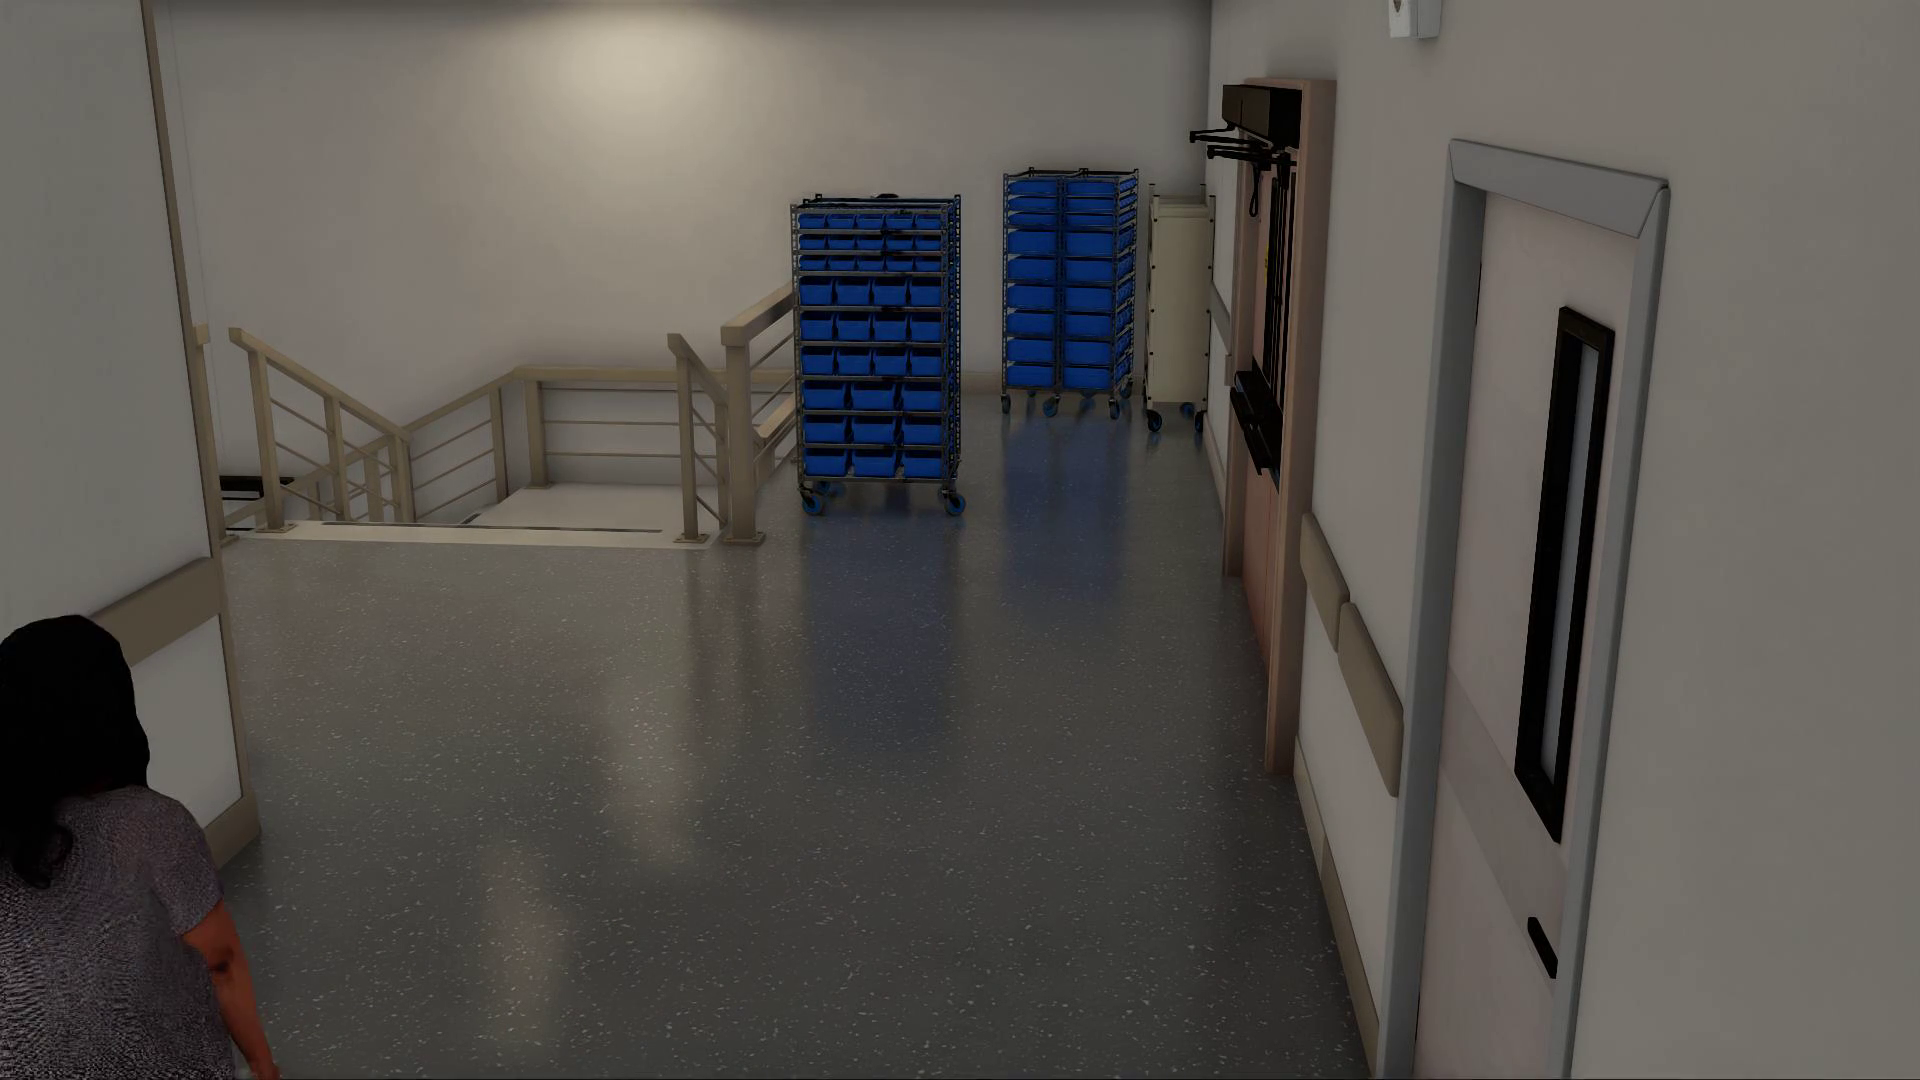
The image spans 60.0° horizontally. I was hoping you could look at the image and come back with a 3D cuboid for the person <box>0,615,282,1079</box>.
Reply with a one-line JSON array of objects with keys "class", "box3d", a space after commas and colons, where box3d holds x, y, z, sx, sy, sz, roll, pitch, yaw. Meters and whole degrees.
[{"class": "person", "box3d": [-1.452, 0.953, 2.728, 0.617, 1.564, 0.984, 1, 16, 4]}]
